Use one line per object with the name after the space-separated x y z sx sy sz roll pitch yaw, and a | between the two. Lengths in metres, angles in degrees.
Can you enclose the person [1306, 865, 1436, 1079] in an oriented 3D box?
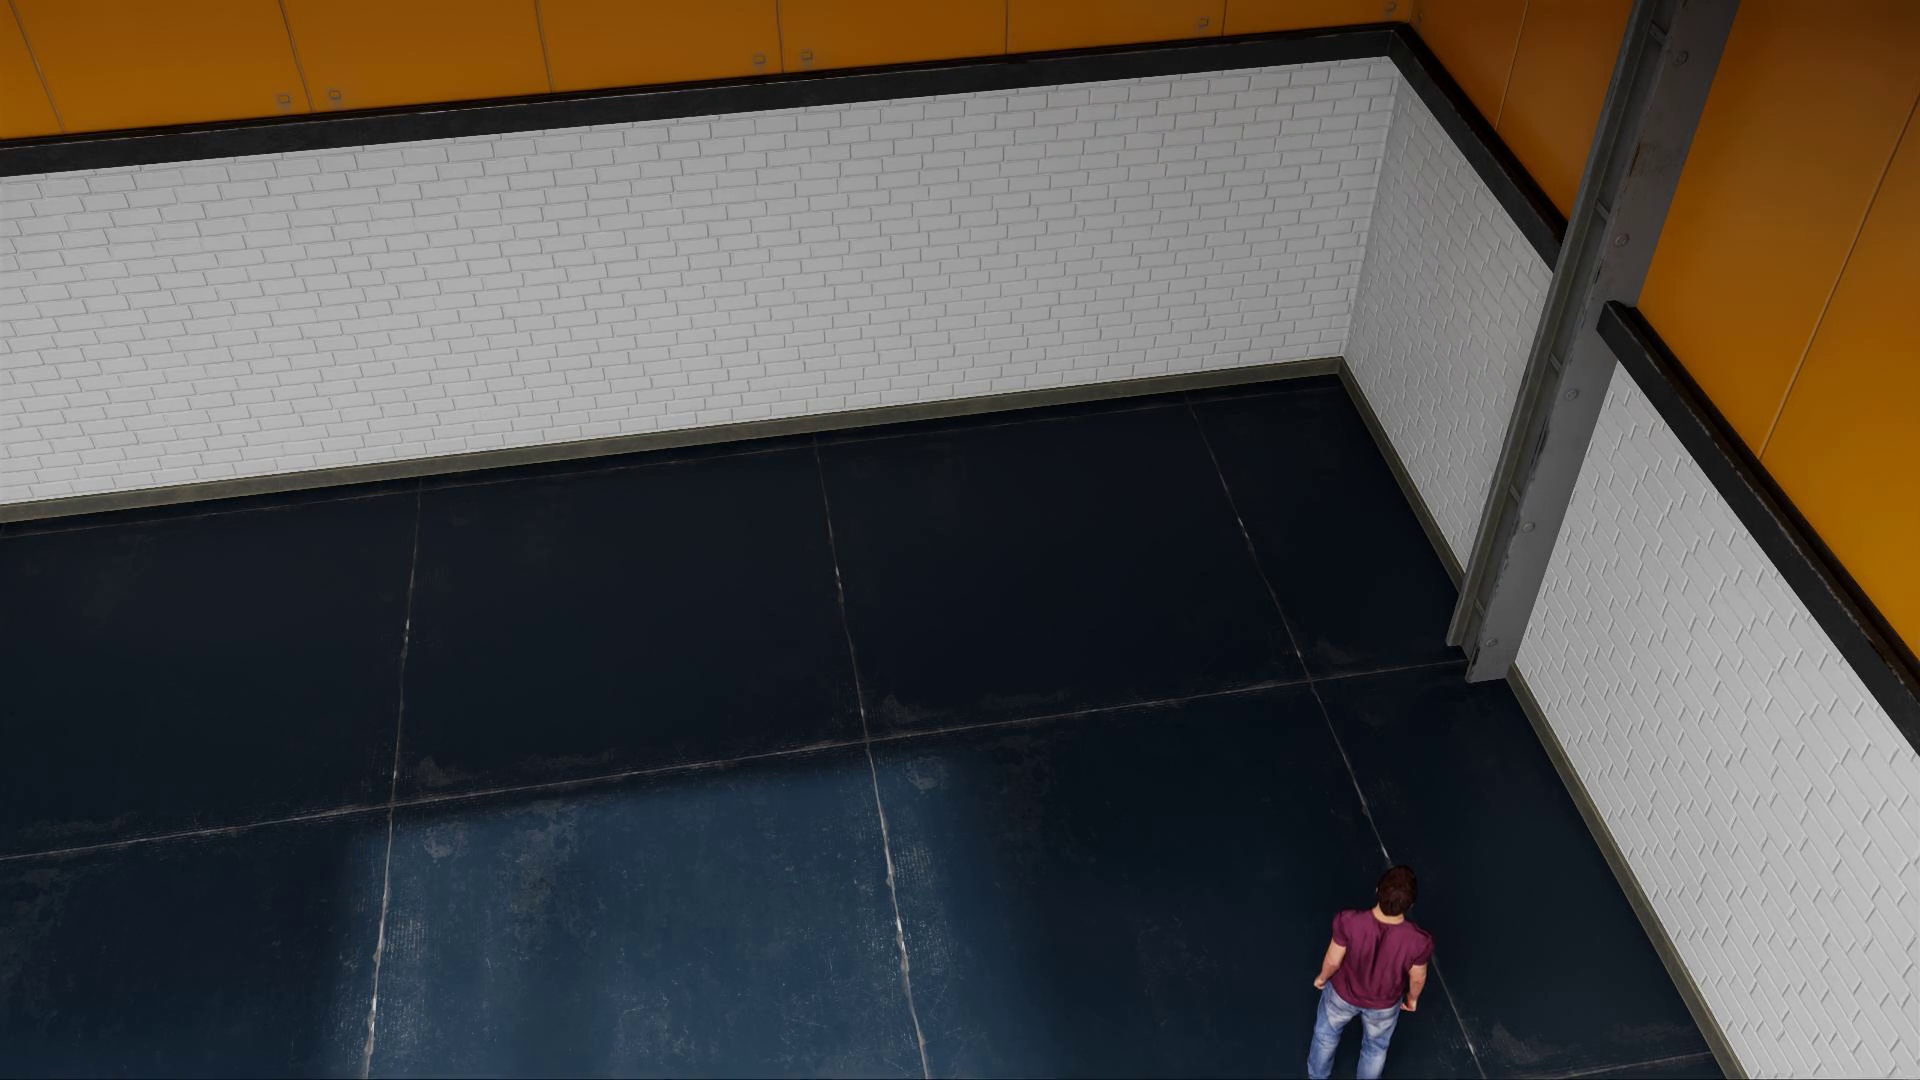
2.062 2.259 8.436 0.742 1.852 0.711 12 45 12 | person
